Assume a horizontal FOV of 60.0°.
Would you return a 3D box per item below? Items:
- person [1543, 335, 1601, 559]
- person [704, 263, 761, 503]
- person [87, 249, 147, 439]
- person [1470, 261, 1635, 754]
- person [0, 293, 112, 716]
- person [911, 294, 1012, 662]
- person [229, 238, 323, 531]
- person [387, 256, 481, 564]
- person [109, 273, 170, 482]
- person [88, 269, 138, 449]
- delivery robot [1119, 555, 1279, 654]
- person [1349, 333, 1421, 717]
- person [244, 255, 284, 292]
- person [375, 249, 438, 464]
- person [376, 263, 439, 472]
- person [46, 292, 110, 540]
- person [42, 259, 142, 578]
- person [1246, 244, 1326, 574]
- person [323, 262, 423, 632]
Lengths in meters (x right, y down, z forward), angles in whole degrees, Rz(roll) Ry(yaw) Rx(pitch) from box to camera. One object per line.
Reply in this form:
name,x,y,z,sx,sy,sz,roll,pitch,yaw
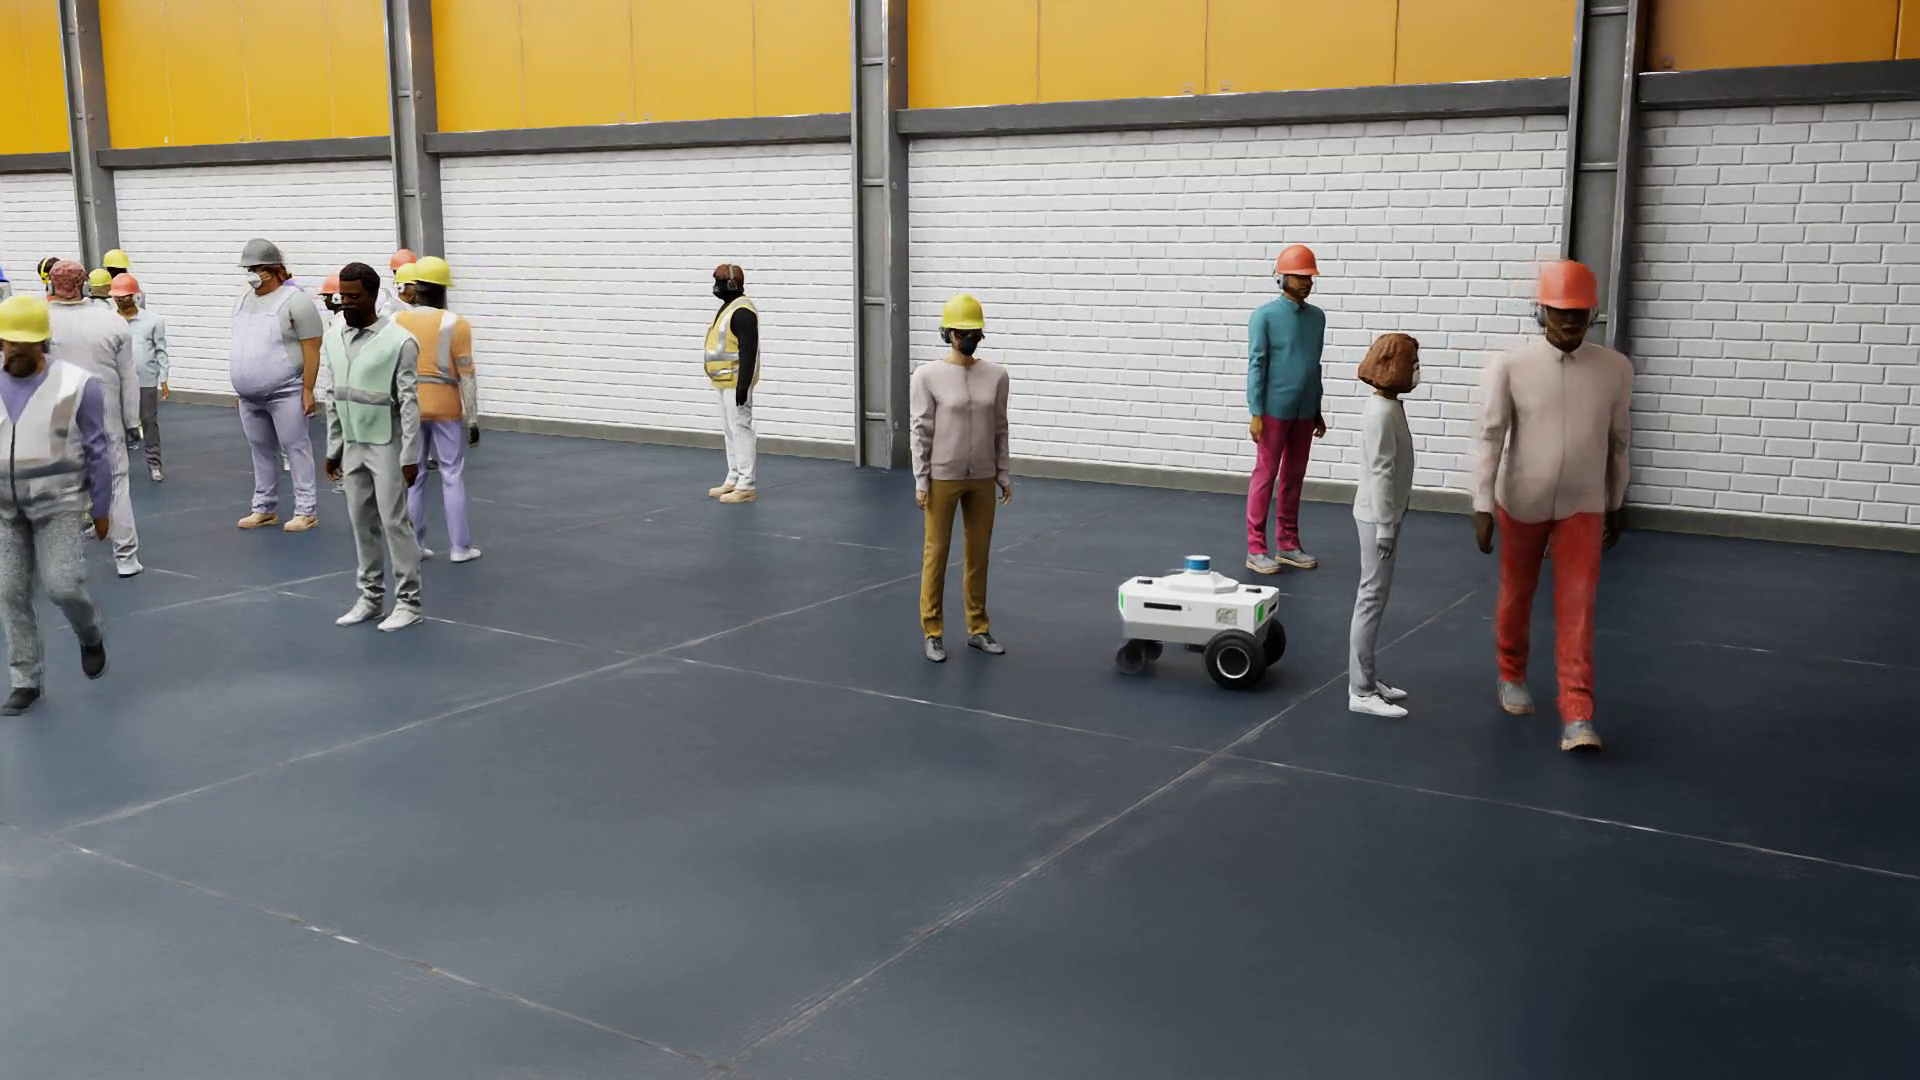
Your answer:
person,3.826,-0.681,10.547,0.514,1.634,0.313,1,10,3
person,-1.768,-1.214,12.908,0.429,1.842,0.636,-4,11,-21
person,-8.453,-1.957,16.794,0.372,1.924,0.594,7,12,34
person,2.404,-0.153,6.768,0.647,1.935,1.049,1,10,7
person,-4.000,-0.164,7.203,0.602,1.806,0.524,-2,10,-9
person,0.014,-0.297,8.041,0.528,1.768,0.313,-5,11,-26
person,-4.806,-1.072,11.568,0.689,2.000,0.538,4,11,19
person,-3.300,-0.806,10.422,0.595,1.923,0.387,1,10,7
person,-6.905,-1.344,13.884,0.564,1.747,0.339,-4,11,-23
person,-8.237,-1.738,16.078,0.490,1.746,0.284,10,14,43
delivery robot,1.106,0.316,7.738,0.707,0.478,0.477,4,11,23
person,1.823,-0.071,7.148,0.274,1.632,0.507,3,11,15
person,-7.069,-2.046,17.101,0.609,1.993,0.388,7,12,33
person,-4.889,-1.595,14.750,0.373,1.939,0.545,8,13,36
person,-4.731,-1.467,14.357,0.403,1.826,0.592,4,11,23
person,-5.991,-0.878,11.318,0.334,1.742,0.560,-9,13,-40
person,-5.224,-0.701,9.889,0.644,1.907,0.399,-5,12,-28
person,2.012,-0.796,10.167,0.618,1.993,0.396,-7,12,-34
person,-3.042,-0.483,8.683,0.594,1.910,0.384,5,11,27
